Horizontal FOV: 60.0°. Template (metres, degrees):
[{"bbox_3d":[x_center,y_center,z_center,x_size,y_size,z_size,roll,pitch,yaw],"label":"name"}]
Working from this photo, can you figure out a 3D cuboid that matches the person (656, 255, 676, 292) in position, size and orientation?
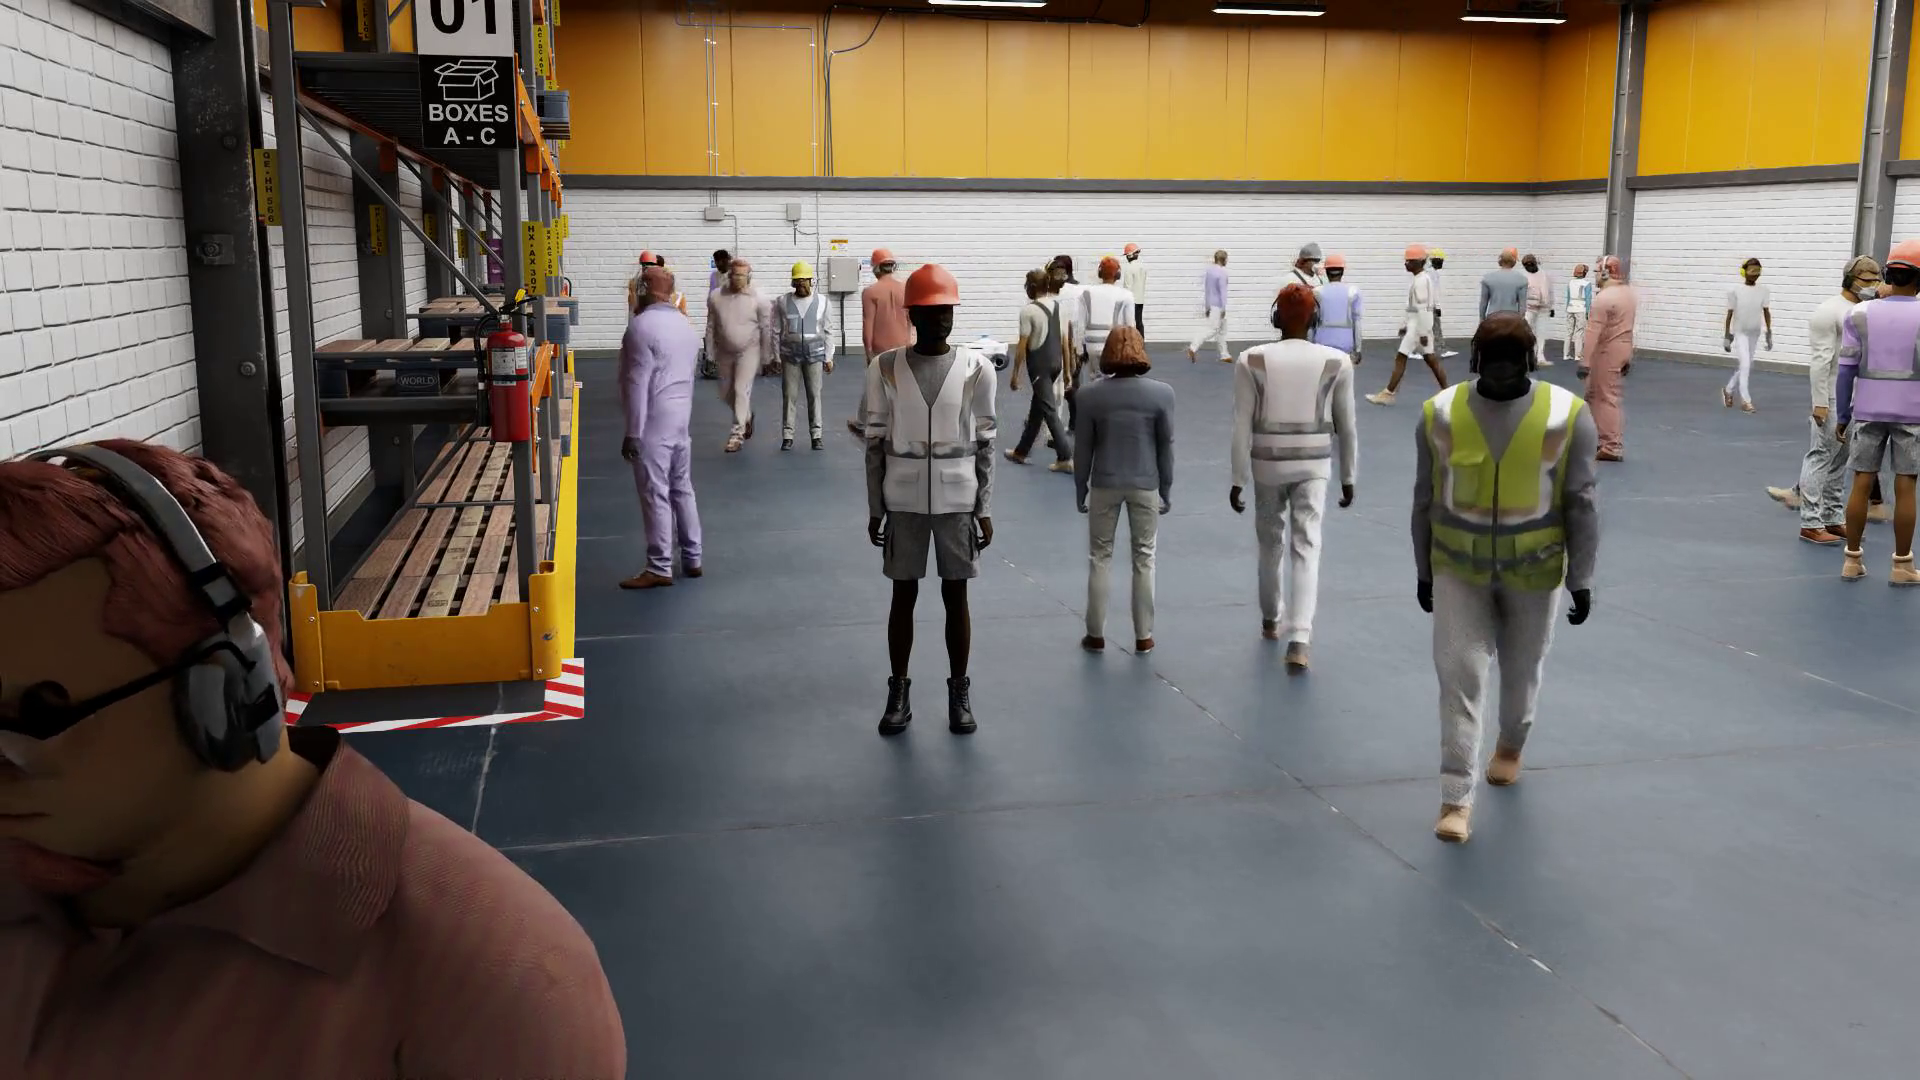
[{"bbox_3d":[-4.286,-3.181,23.934,0.536,1.833,0.675,-6,12,-29],"label":"person"}]

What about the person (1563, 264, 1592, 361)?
[{"bbox_3d":[10.436,-3.834,28.095,0.316,1.629,0.507,-5,11,-24],"label":"person"}]

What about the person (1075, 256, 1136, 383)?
[{"bbox_3d":[1.482,-1.906,16.732,0.606,1.867,0.449,4,11,19],"label":"person"}]

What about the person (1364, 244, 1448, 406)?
[{"bbox_3d":[5.572,-2.601,20.296,1.070,1.989,0.627,4,11,21],"label":"person"}]

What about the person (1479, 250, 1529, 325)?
[{"bbox_3d":[7.579,-3.095,23.241,0.639,1.905,0.966,3,11,16],"label":"person"}]

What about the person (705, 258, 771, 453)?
[{"bbox_3d":[-2.145,-1.805,16.223,0.646,1.852,0.757,3,11,15],"label":"person"}]

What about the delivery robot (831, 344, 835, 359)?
[{"bbox_3d":[-2.315,-2.945,25.882,0.707,0.478,0.477,-5,11,-26],"label":"delivery robot"}]

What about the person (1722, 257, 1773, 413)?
[{"bbox_3d":[9.429,-2.468,19.951,0.533,1.839,0.869,0,10,-2],"label":"person"}]

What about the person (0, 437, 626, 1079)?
[{"bbox_3d":[-0.581,0.868,1.289,0.638,1.902,0.406,3,11,14],"label":"person"}]

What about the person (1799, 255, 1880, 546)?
[{"bbox_3d":[5.933,-0.933,11.174,0.627,1.934,0.372,-6,12,-31],"label":"person"}]

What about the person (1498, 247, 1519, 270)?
[{"bbox_3d":[8.517,-3.610,26.020,0.368,1.929,0.542,3,11,18],"label":"person"}]

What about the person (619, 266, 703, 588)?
[{"bbox_3d":[-1.808,-0.664,9.867,0.395,1.873,0.722,4,11,20],"label":"person"}]

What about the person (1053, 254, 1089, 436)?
[{"bbox_3d":[1.187,-1.982,17.105,0.569,1.888,0.663,8,13,37],"label":"person"}]

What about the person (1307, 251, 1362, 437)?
[{"bbox_3d":[3.857,-2.008,17.156,0.574,1.924,0.416,2,10,12],"label":"person"}]

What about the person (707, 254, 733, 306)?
[{"bbox_3d":[-4.011,-3.838,27.601,0.483,1.823,0.724,-7,12,-33],"label":"person"}]

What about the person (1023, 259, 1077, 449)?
[{"bbox_3d":[0.897,-1.800,16.207,0.508,1.857,0.459,-9,13,-40],"label":"person"}]

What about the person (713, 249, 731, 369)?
[{"bbox_3d":[-3.656,-3.680,26.519,0.645,1.903,0.994,8,13,37],"label":"person"}]

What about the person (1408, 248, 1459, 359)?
[{"bbox_3d":[8.152,-4.032,28.474,0.925,1.881,0.616,2,10,13],"label":"person"}]

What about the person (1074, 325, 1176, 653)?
[{"bbox_3d":[0.807,-0.243,8.221,0.497,1.627,0.287,1,10,8],"label":"person"}]

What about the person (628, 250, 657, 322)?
[{"bbox_3d":[-3.917,-2.713,21.106,0.552,1.912,0.667,-4,11,-22],"label":"person"}]

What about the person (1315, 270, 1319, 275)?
[{"bbox_3d":[6.359,-4.167,29.987,0.670,1.610,0.504,-4,11,-23],"label":"person"}]

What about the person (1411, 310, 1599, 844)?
[{"bbox_3d":[1.921,0.087,5.901,0.633,1.812,0.907,4,11,20],"label":"person"}]

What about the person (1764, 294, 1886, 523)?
[{"bbox_3d":[6.371,-0.963,12.113,0.901,1.638,0.541,10,14,43],"label":"person"}]

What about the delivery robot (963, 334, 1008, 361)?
[{"bbox_3d":[0.399,-2.993,26.146,0.707,0.478,0.477,1,10,5],"label":"delivery robot"}]

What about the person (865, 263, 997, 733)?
[{"bbox_3d":[-0.120,-0.161,6.869,0.545,1.942,0.349,0,10,0],"label":"person"}]

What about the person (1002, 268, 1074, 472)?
[{"bbox_3d":[0.725,-1.510,14.798,0.518,1.788,1.002,-10,14,-43],"label":"person"}]

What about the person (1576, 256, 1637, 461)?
[{"bbox_3d":[5.903,-1.677,15.410,0.620,1.884,0.680,9,14,41],"label":"person"}]

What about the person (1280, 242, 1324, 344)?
[{"bbox_3d":[3.993,-2.506,19.589,0.688,2.000,0.786,-7,13,-36],"label":"person"}]

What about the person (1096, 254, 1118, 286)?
[{"bbox_3d":[2.671,-4.208,29.750,0.946,1.778,0.608,-3,11,-15],"label":"person"}]

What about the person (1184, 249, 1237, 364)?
[{"bbox_3d":[4.146,-3.835,27.356,0.922,1.907,0.638,-2,11,-13],"label":"person"}]

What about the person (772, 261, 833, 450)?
[{"bbox_3d":[-1.529,-1.786,16.172,0.587,1.835,0.403,-1,10,-6],"label":"person"}]

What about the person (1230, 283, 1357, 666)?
[{"bbox_3d":[1.633,-0.334,8.147,0.602,1.834,1.008,2,10,10],"label":"person"}]

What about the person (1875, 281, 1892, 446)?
[{"bbox_3d":[9.113,-1.740,16.488,0.519,1.633,0.311,0,10,2],"label":"person"}]

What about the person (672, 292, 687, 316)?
[{"bbox_3d":[-3.686,-2.541,20.782,0.546,1.666,0.648,-2,10,-9],"label":"person"}]

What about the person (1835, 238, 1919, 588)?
[{"bbox_3d":[5.510,-0.743,9.817,0.616,2.041,0.379,10,14,42],"label":"person"}]

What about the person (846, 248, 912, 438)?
[{"bbox_3d":[-0.791,-1.949,16.728,0.619,1.941,1.029,-5,11,-27],"label":"person"}]

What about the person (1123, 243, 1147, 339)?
[{"bbox_3d":[2.934,-4.039,28.237,0.388,1.987,0.608,7,12,34],"label":"person"}]

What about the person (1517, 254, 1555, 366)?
[{"bbox_3d":[9.319,-3.723,27.009,0.719,1.805,0.431,-1,10,-5],"label":"person"}]
